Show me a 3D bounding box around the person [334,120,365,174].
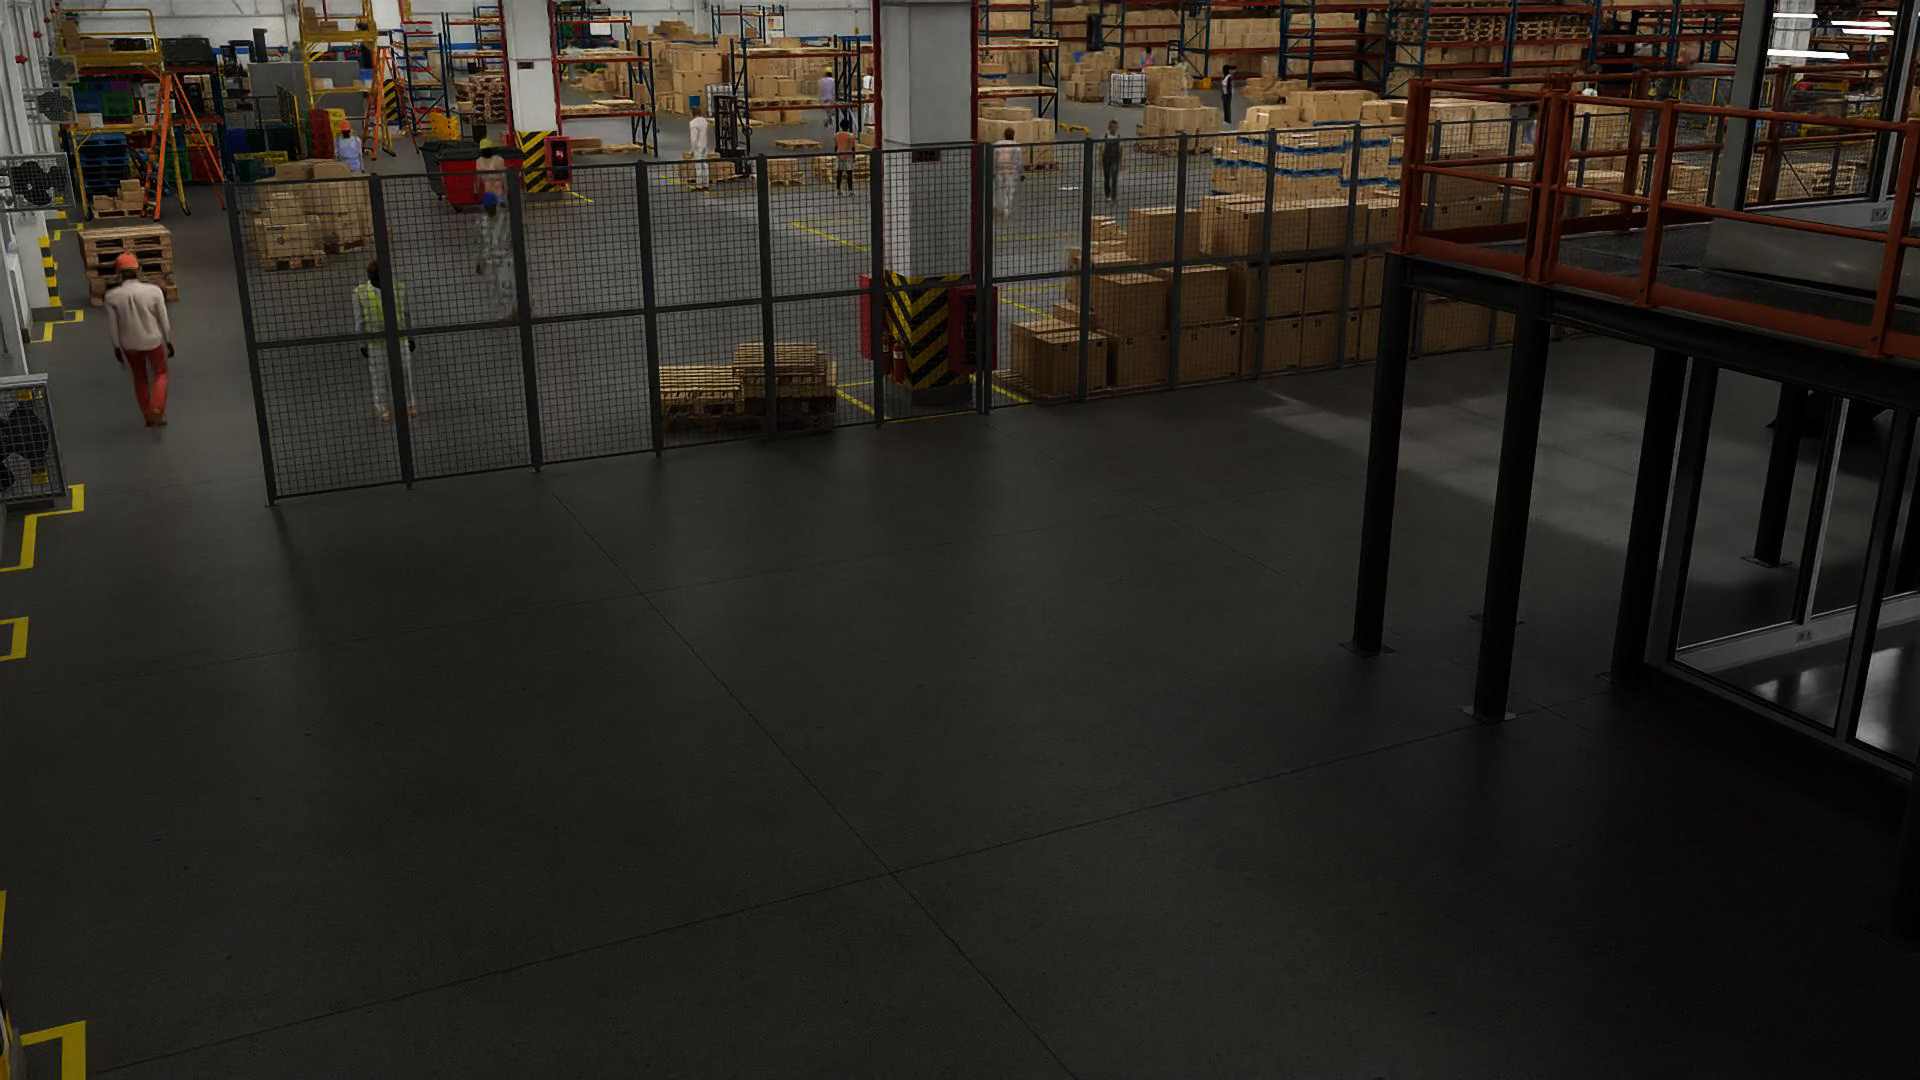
[{"bbox_3d":[-12.612,-7.697,34.407,0.550,1.935,0.376,-8,21,-23],"label":"person"}]

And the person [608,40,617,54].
[{"bbox_3d":[-15.069,-20.789,72.405,0.540,1.913,0.519,16,25,39],"label":"person"}]

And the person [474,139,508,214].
[{"bbox_3d":[-8.818,-6.554,31.175,0.612,1.876,0.970,7,20,20],"label":"person"}]

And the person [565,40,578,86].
[{"bbox_3d":[-16.777,-20.568,71.749,0.655,1.910,0.569,8,21,22],"label":"person"}]

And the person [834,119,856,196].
[{"bbox_3d":[-2.591,-8.614,37.443,0.533,1.690,0.321,7,20,19],"label":"person"}]

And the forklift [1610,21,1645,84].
[{"bbox_3d":[26.772,-19.553,67.351,1.873,2.768,1.129,-9,21,-25],"label":"forklift"}]

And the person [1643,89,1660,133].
[{"bbox_3d":[19.003,-11.565,45.902,0.530,1.753,0.505,3,19,9],"label":"person"}]

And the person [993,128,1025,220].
[{"bbox_3d":[1.032,-7.494,33.996,0.666,1.817,0.745,7,20,20],"label":"person"}]

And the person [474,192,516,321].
[{"bbox_3d":[-6.565,-3.951,23.557,0.640,1.928,0.440,4,19,12],"label":"person"}]

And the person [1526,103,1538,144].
[{"bbox_3d":[13.394,-9.313,39.175,0.615,1.879,0.908,-16,25,-38],"label":"person"}]

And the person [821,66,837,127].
[{"bbox_3d":[-4.197,-14.146,53.154,0.591,1.909,0.690,9,21,23],"label":"person"}]

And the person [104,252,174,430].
[{"bbox_3d":[-9.039,-2.184,18.361,0.634,1.978,0.466,-6,20,-18],"label":"person"}]

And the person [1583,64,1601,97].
[{"bbox_3d":[19.809,-13.869,52.141,0.537,2.000,0.683,2,19,5],"label":"person"}]

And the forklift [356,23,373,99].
[{"bbox_3d":[-23.081,-18.778,65.104,1.129,2.768,1.873,13,23,33],"label":"forklift"}]

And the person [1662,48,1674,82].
[{"bbox_3d":[31.429,-21.097,73.733,0.501,1.615,0.652,-9,21,-24],"label":"person"}]

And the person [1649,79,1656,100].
[{"bbox_3d":[22.690,-14.611,54.977,0.882,1.579,0.513,-11,22,-30],"label":"person"}]

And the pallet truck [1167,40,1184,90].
[{"bbox_3d":[9.045,-19.971,69.895,0.823,1.965,1.885,-3,19,-8],"label":"pallet truck"}]

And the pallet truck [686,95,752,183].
[{"bbox_3d":[-5.836,-9.608,39.856,0.823,1.965,1.885,10,22,27],"label":"pallet truck"}]

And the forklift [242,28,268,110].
[{"bbox_3d":[-24.981,-16.906,59.677,1.873,2.768,1.129,-9,21,-25],"label":"forklift"}]

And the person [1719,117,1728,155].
[{"bbox_3d":[16.159,-7.951,35.155,0.384,1.930,0.547,10,22,27],"label":"person"}]

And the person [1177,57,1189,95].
[{"bbox_3d":[8.717,-18.089,65.063,0.496,1.586,0.899,-2,19,-6],"label":"person"}]

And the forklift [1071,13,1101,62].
[{"bbox_3d":[6.278,-23.376,78.433,1.873,2.768,1.129,-9,21,-25],"label":"forklift"}]

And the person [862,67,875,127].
[{"bbox_3d":[-2.912,-14.262,53.539,0.574,1.877,0.354,17,25,41],"label":"person"}]

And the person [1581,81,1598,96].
[{"bbox_3d":[18.051,-12.296,47.736,0.361,1.939,0.542,-10,21,-26],"label":"person"}]

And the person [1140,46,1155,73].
[{"bbox_3d":[7.856,-19.829,69.802,0.608,1.800,0.912,0,19,1],"label":"person"}]

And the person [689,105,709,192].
[{"bbox_3d":[-5.977,-8.946,38.025,0.358,1.937,0.636,7,20,20],"label":"person"}]

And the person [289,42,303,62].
[{"bbox_3d":[-28.263,-20.252,70.854,0.643,1.897,0.958,2,19,5],"label":"person"}]

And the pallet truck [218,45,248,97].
[{"bbox_3d":[-28.879,-18.665,66.111,0.823,1.965,1.885,-3,19,-9],"label":"pallet truck"}]

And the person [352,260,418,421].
[{"bbox_3d":[-6.493,-2.257,18.811,0.635,1.832,0.429,-11,22,-29],"label":"person"}]

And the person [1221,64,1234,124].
[{"bbox_3d":[8.758,-14.556,54.326,0.385,1.914,0.599,-1,19,-3],"label":"person"}]

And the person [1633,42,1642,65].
[{"bbox_3d":[30.629,-21.856,75.338,0.605,2.020,0.907,-9,21,-25],"label":"person"}]

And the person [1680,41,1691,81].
[{"bbox_3d":[31.421,-20.705,72.277,0.658,1.846,0.980,-12,23,-32],"label":"person"}]

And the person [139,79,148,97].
[{"bbox_3d":[-25.150,-13.425,51.478,0.520,1.633,0.312,9,21,24],"label":"person"}]

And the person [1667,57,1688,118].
[{"bbox_3d":[24.455,-15.427,56.730,0.622,1.991,0.389,5,20,16],"label":"person"}]

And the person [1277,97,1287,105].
[{"bbox_3d":[8.080,-10.132,41.622,0.830,1.840,0.515,9,21,24],"label":"person"}]

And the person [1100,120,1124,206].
[{"bbox_3d":[3.283,-8.180,36.029,0.519,1.798,0.983,0,19,1],"label":"person"}]
